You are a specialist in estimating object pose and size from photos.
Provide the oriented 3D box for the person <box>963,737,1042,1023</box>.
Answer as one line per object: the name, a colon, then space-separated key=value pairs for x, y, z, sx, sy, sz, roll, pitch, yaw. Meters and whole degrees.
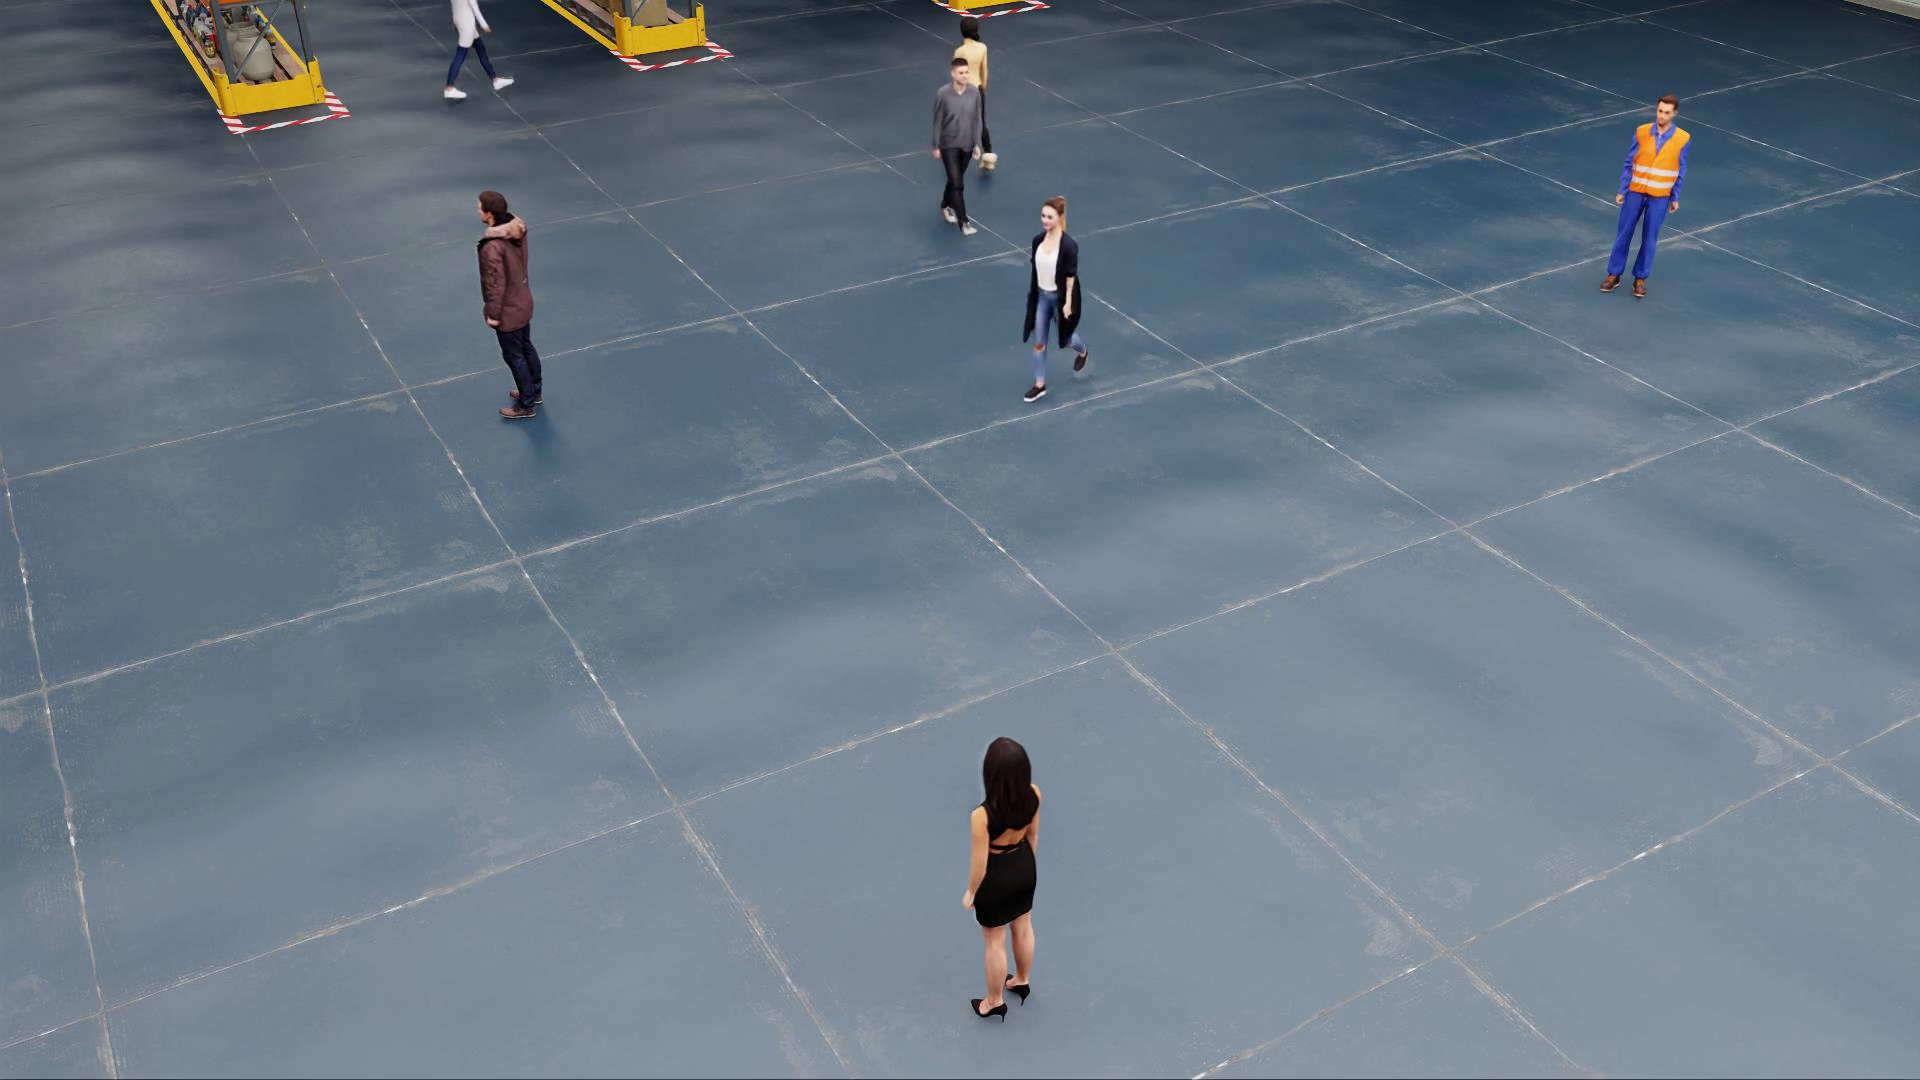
person: x=0.214 y=1.593 z=7.744 sx=0.575 sy=1.650 sz=0.506 roll=-22 pitch=38 yaw=-31

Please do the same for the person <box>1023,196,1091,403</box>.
person: x=0.818 y=-1.945 z=13.341 sx=1.033 sy=1.662 sz=0.932 roll=22 pitch=39 yaw=31

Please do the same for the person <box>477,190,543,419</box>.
person: x=-3.524 y=-1.849 z=13.014 sx=0.935 sy=1.848 sz=0.838 roll=3 pitch=32 yaw=4

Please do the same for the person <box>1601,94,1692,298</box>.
person: x=6.214 y=-3.115 z=15.009 sx=0.754 sy=1.861 sz=0.856 roll=14 pitch=35 yaw=21

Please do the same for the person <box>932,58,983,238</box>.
person: x=-0.058 y=-3.886 z=16.376 sx=0.697 sy=1.706 sz=1.157 roll=-13 pitch=34 yaw=-19

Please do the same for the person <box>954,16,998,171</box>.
person: x=0.160 y=-4.730 z=17.796 sx=0.611 sy=1.620 sz=1.084 roll=-17 pitch=36 yaw=-25

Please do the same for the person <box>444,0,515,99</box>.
person: x=-5.995 y=-6.131 z=19.912 sx=0.663 sy=1.732 sz=1.049 roll=-17 pitch=36 yaw=-25
